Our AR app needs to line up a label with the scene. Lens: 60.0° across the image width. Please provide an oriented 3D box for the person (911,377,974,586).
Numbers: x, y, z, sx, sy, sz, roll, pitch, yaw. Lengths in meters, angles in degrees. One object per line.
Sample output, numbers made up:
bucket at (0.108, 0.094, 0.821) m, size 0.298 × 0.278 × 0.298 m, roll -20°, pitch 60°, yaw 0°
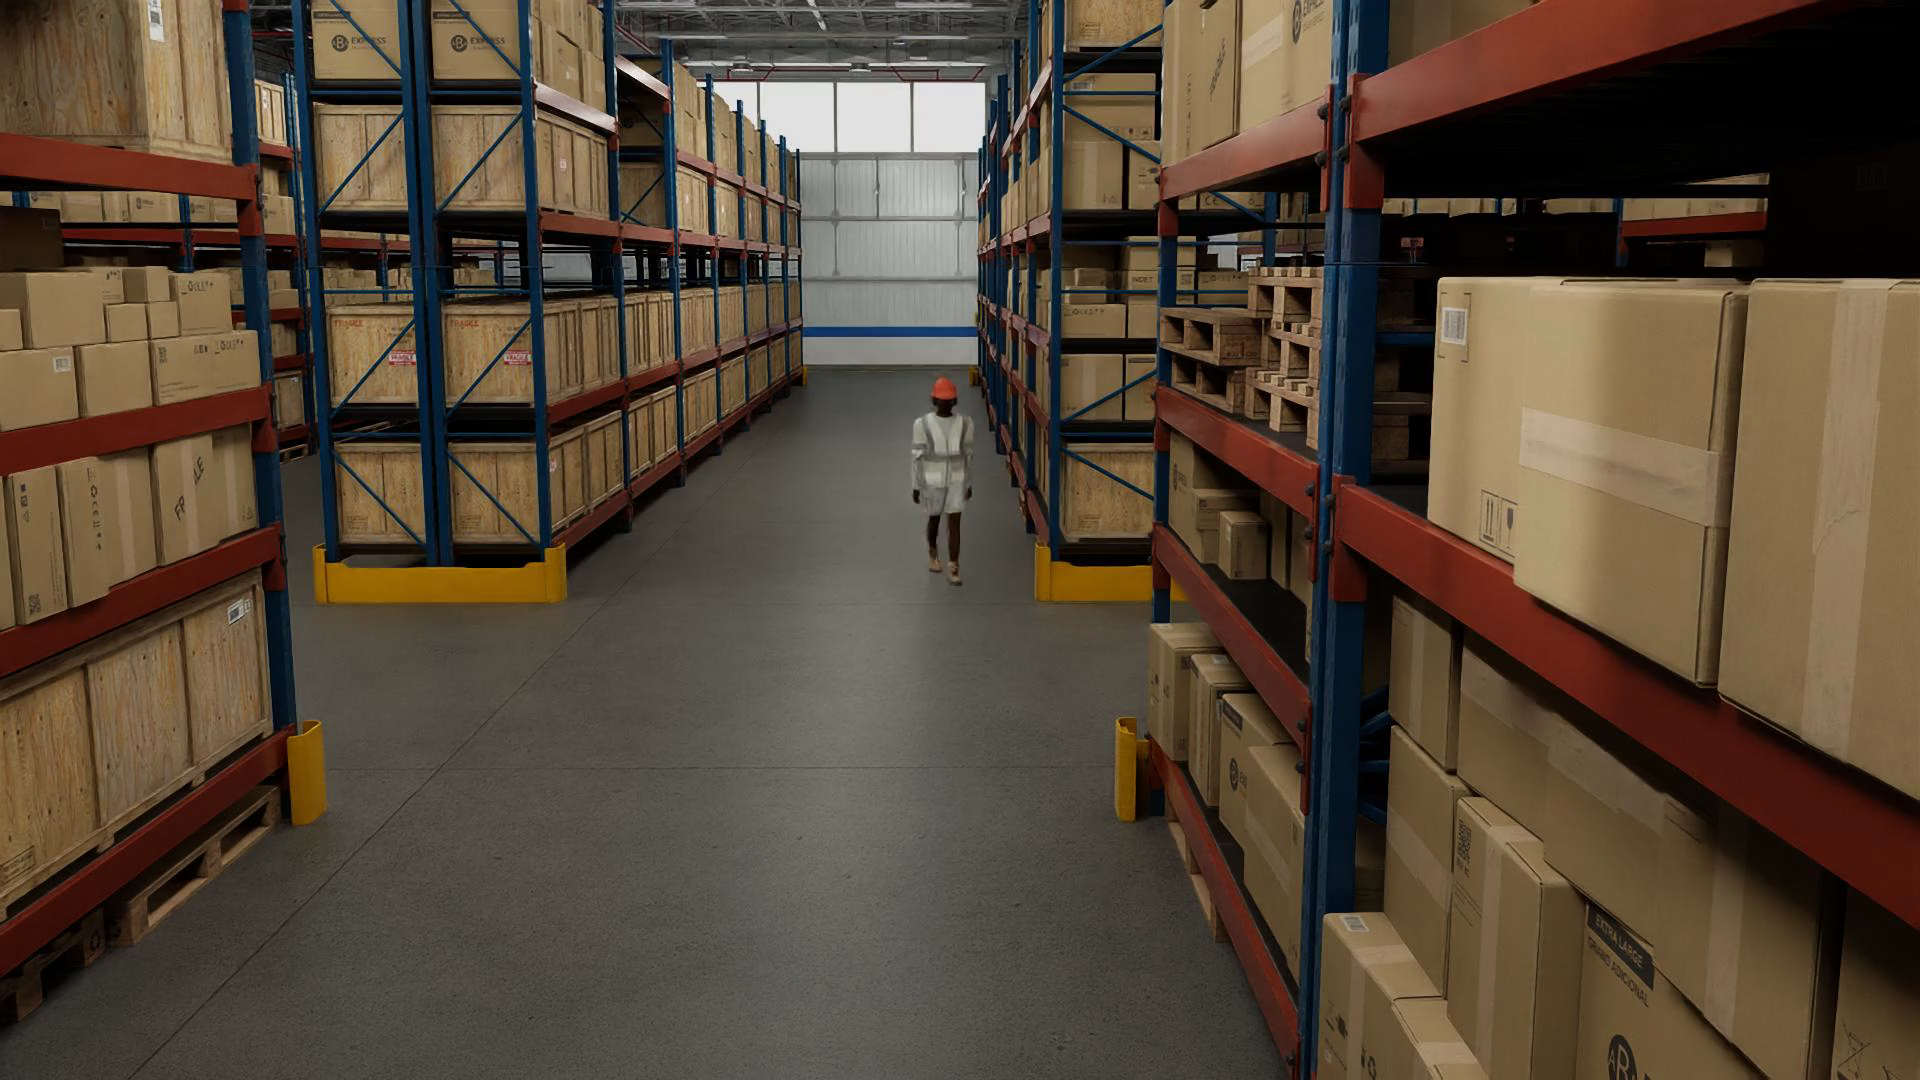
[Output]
person at (-0.175, -0.603, 16.272) m, size 0.625 × 2.000 × 1.042 m, roll -2°, pitch 9°, yaw -10°
